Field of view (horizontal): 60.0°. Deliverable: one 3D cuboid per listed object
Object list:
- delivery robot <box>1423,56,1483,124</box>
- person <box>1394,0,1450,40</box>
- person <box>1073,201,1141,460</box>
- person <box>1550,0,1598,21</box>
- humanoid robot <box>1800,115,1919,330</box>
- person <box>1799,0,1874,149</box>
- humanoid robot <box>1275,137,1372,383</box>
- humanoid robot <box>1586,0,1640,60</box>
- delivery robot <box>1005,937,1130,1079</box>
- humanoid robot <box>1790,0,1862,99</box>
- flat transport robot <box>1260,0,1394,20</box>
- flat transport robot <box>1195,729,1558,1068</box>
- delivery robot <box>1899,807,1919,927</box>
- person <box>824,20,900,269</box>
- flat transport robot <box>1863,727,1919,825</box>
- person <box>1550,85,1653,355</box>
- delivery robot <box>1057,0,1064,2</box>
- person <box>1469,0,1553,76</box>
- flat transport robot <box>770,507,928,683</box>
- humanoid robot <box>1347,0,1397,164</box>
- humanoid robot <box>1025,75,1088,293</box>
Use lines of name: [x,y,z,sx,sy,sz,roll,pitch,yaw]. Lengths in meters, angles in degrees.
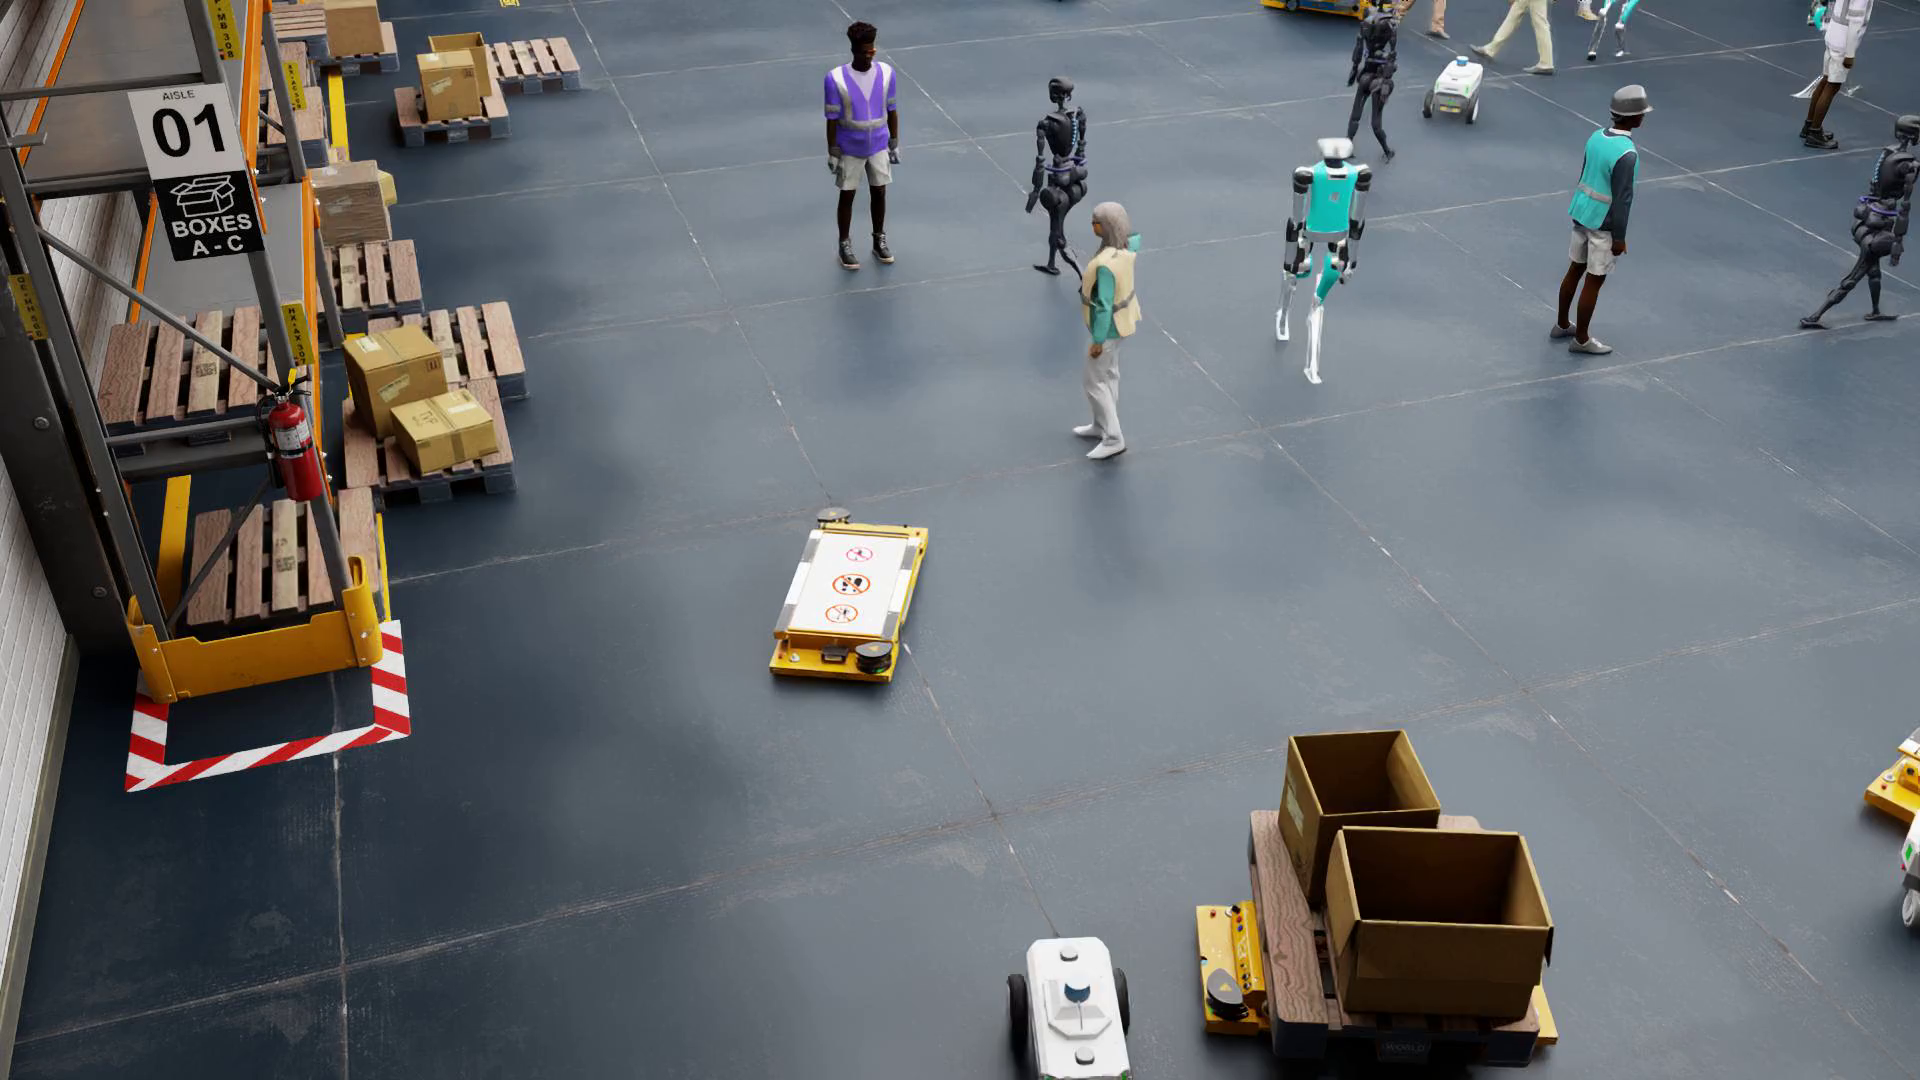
delivery robot: [4.913,-4.454,16.445,0.499,0.613,0.796,15,36,21]
person: [5.251,-6.470,18.515,0.506,1.647,0.717,-11,35,-17]
person: [0.933,-1.332,10.593,0.416,1.710,0.474,10,35,15]
person: [7.205,-6.969,19.112,0.465,1.850,0.691,-16,36,-22]
humanoid robot: [6.730,-2.301,12.146,0.799,1.620,0.584,1,33,1]
person: [8.218,-4.605,15.403,0.384,1.930,0.542,8,34,12]
humanoid robot: [2.464,-2.076,11.730,0.533,1.776,0.988,-3,33,-4]
humanoid robot: [7.028,-5.923,17.615,0.932,1.768,0.535,-23,40,-31]
delivery robot: [0.455,1.941,6.635,0.499,0.612,0.796,-2,33,-3]
humanoid robot: [8.836,-5.204,16.572,0.842,1.855,0.548,3,33,5]
flat transport robot: [4.341,-6.395,19.666,1.431,0.231,0.659,17,37,24]
flat transport robot: [1.744,1.818,7.070,1.431,0.231,0.659,2,33,2]
delivery robot: [4.532,1.499,7.289,0.749,0.585,0.518,22,39,30]
person: [-0.759,-3.103,13.077,0.610,1.957,0.376,-14,35,-20]
flat transport robot: [5.126,1.074,8.211,1.431,0.231,0.659,-26,41,-33]
person: [4.533,-2.264,11.801,0.416,1.941,0.554,-6,34,-9]
delivery robot: [1.262,-6.852,20.123,0.499,0.614,0.815,-19,37,-26]
person: [5.897,-5.788,17.329,0.956,1.795,0.577,15,36,22]
flat transport robot: [-0.604,0.292,9.410,0.659,0.231,1.431,4,33,6]
humanoid robot: [3.751,-4.214,15.064,0.588,1.661,0.603,-11,35,-17]
humanoid robot: [0.827,-2.732,12.807,0.603,1.648,0.739,-28,42,-36]
